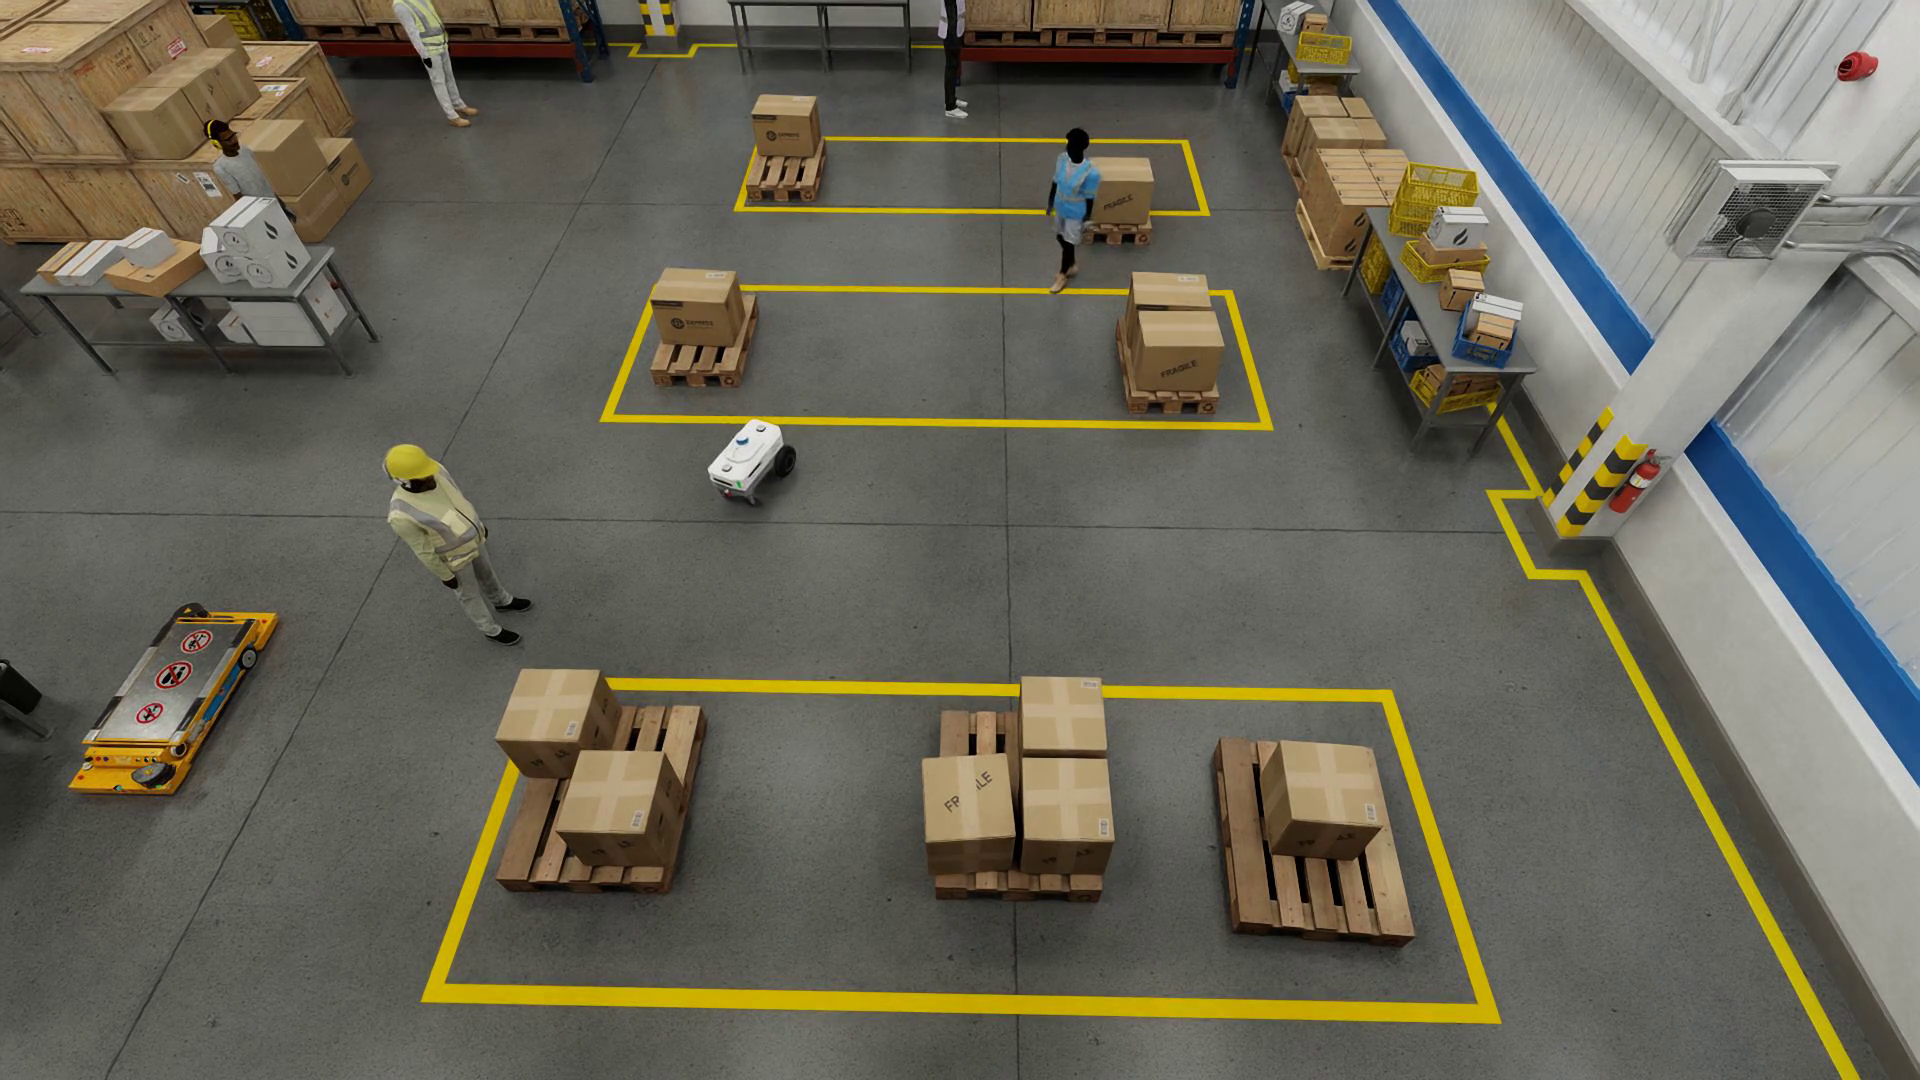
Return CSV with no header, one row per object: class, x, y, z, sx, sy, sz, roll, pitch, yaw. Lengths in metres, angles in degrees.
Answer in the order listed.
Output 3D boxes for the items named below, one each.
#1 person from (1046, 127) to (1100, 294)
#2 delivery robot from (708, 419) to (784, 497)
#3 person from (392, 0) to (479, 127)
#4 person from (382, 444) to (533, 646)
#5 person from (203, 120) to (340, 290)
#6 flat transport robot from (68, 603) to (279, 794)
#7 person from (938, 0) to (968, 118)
person,1.108,-3.309,9.227,0.459,1.690,0.544,-33,57,-25
delivery robot,-1.793,-0.696,7.694,0.477,0.478,0.707,19,52,15
person,-6.672,-6.242,11.610,0.429,1.844,0.627,1,50,0
person,-3.450,0.037,6.303,0.404,1.830,0.588,1,50,0
person,-6.778,-3.194,9.011,0.328,1.872,0.509,1,50,0
flat transport robot,-5.504,1.072,6.442,0.652,0.197,1.431,1,50,1
person,-0.087,-6.461,11.745,0.391,1.918,0.593,1,50,0
